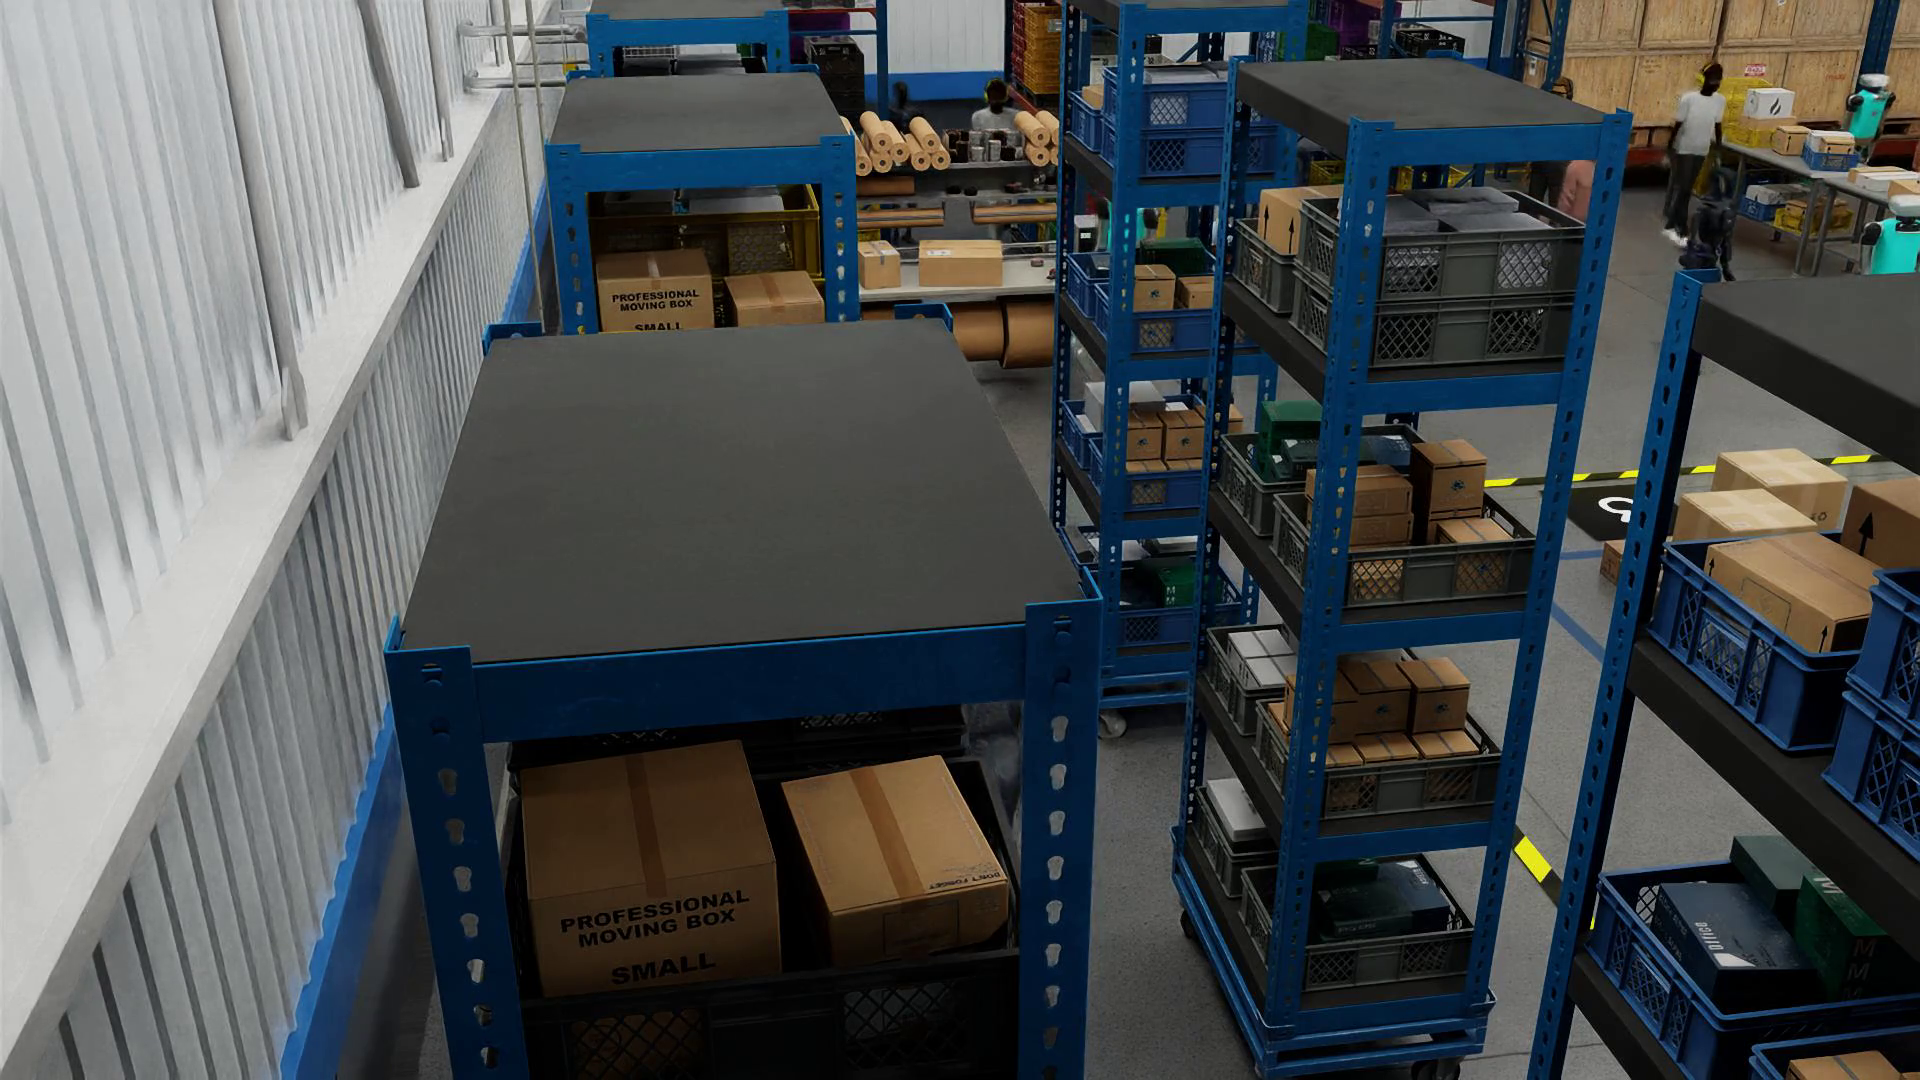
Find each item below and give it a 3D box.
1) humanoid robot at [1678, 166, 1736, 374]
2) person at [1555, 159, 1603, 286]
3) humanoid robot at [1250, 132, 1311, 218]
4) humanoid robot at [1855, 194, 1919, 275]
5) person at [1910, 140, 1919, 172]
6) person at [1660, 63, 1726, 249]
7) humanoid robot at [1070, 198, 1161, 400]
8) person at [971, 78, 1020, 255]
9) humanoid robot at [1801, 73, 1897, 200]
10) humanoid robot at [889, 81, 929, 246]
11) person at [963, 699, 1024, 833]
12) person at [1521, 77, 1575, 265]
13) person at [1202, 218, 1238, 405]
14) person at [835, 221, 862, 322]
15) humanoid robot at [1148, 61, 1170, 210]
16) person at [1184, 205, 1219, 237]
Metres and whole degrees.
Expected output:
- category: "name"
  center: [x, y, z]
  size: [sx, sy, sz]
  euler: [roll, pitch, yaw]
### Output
- category: "humanoid robot"
  center: [6.006, -2.193, 13.431]
  size: [0.601, 1.643, 0.502]
  euler: [-17, 29, -32]
- category: "person"
  center: [5.464, -2.812, 14.630]
  size: [0.531, 1.749, 0.622]
  euler: [-3, 25, -7]
- category: "humanoid robot"
  center: [2.990, -3.104, 15.432]
  size: [0.603, 1.651, 0.625]
  euler: [3, 25, 8]
- category: "humanoid robot"
  center: [6.624, -1.541, 11.726]
  size: [0.533, 1.681, 0.735]
  euler: [1, 25, 2]
- category: "person"
  center: [9.697, -3.641, 16.304]
  size: [0.578, 1.865, 0.925]
  euler: [6, 25, 12]
- category: "person"
  center: [7.476, -3.869, 16.835]
  size: [0.522, 1.829, 0.893]
  euler: [-4, 25, -9]
- category: "humanoid robot"
  center: [1.113, -1.814, 12.466]
  size: [0.530, 1.730, 0.981]
  euler: [19, 31, 36]
- category: "person"
  center: [0.371, -3.634, 16.332]
  size: [0.544, 1.828, 0.888]
  euler: [-3, 25, -7]
- category: "humanoid robot"
  center: [9.021, -3.899, 17.123]
  size: [0.545, 1.846, 0.823]
  euler: [-7, 26, -16]
- category: "humanoid robot"
  center: [-0.579, -3.826, 16.929]
  size: [0.588, 1.663, 0.371]
  euler: [-11, 27, -23]
- category: "person"
  center: [0.092, 0.904, 6.613]
  size: [0.488, 1.691, 0.902]
  euler: [-6, 25, -12]
- category: "person"
  center: [5.714, -3.548, 16.123]
  size: [0.504, 1.846, 0.346]
  euler: [20, 31, 37]
- category: "person"
  center: [1.689, -1.238, 11.101]
  size: [0.398, 1.848, 0.587]
  euler: [-4, 25, -9]
- category: "person"
  center: [-0.949, -1.313, 11.213]
  size: [0.562, 1.903, 0.852]
  euler: [-11, 27, -22]
- category: "humanoid robot"
  center: [2.057, -4.433, 18.255]
  size: [0.572, 1.640, 0.600]
  euler: [1, 25, 3]
- category: "person"
  center: [2.302, -3.252, 15.292]
  size: [0.693, 2.002, 0.578]
  euler: [1, 25, 3]
